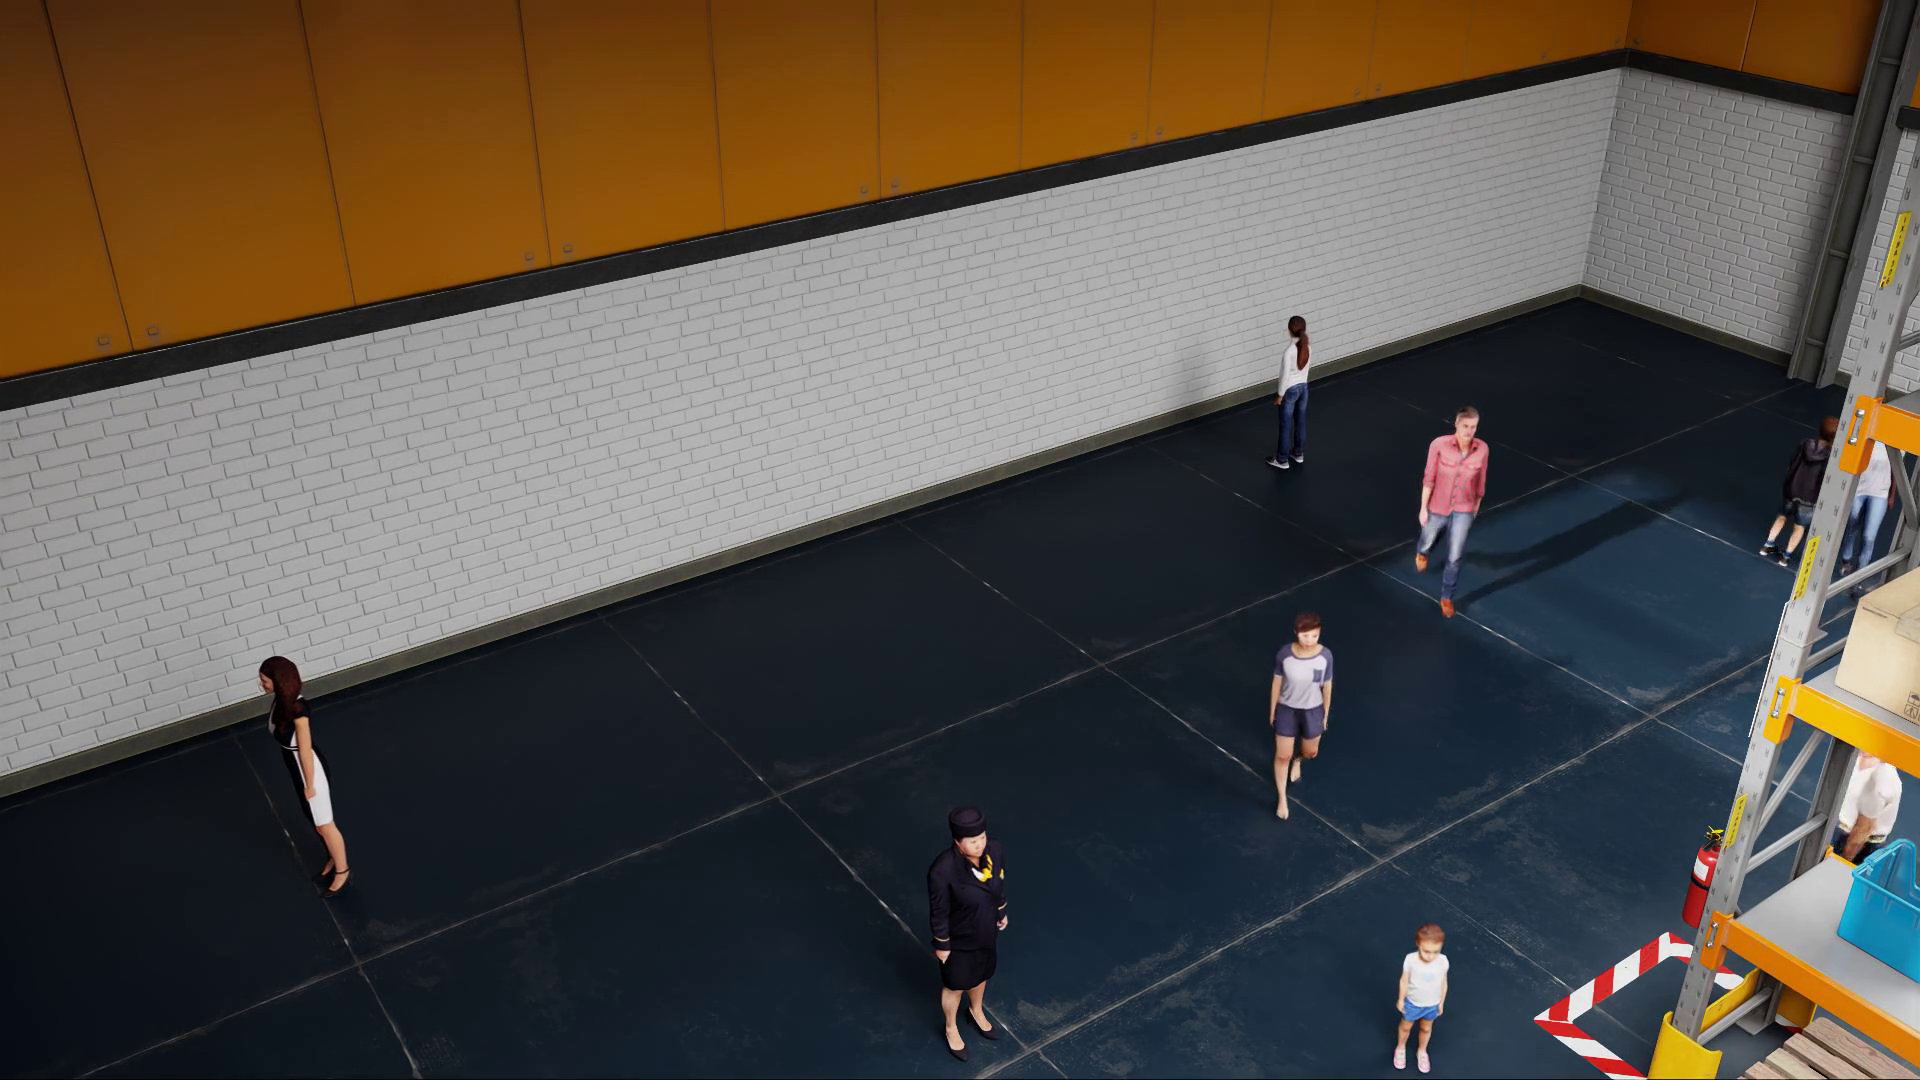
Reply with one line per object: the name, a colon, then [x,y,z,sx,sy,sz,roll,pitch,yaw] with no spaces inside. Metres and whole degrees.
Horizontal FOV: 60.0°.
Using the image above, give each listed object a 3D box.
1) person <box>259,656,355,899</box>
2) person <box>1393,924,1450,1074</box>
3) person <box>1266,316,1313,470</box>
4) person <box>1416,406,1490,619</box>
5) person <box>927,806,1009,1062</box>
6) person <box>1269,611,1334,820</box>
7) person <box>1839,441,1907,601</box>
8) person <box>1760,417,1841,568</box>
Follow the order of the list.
person: [-4.166,1.504,10.647,0.634,1.794,0.454,-21,35,-33]
person: [2.634,2.587,9.469,0.478,1.019,0.532,3,29,5]
person: [3.279,-1.459,16.326,0.534,1.557,0.514,-17,33,-29]
person: [4.089,-0.307,13.956,1.107,1.804,1.166,4,29,7]
person: [0.045,2.216,9.469,0.711,1.671,0.645,-22,36,-35]
person: [2.360,1.137,11.571,0.845,1.553,0.917,4,29,7]
person: [7.746,-0.399,14.236,0.877,1.696,0.886,12,31,21]
person: [7.377,-0.417,14.539,0.478,1.438,0.656,21,35,34]
